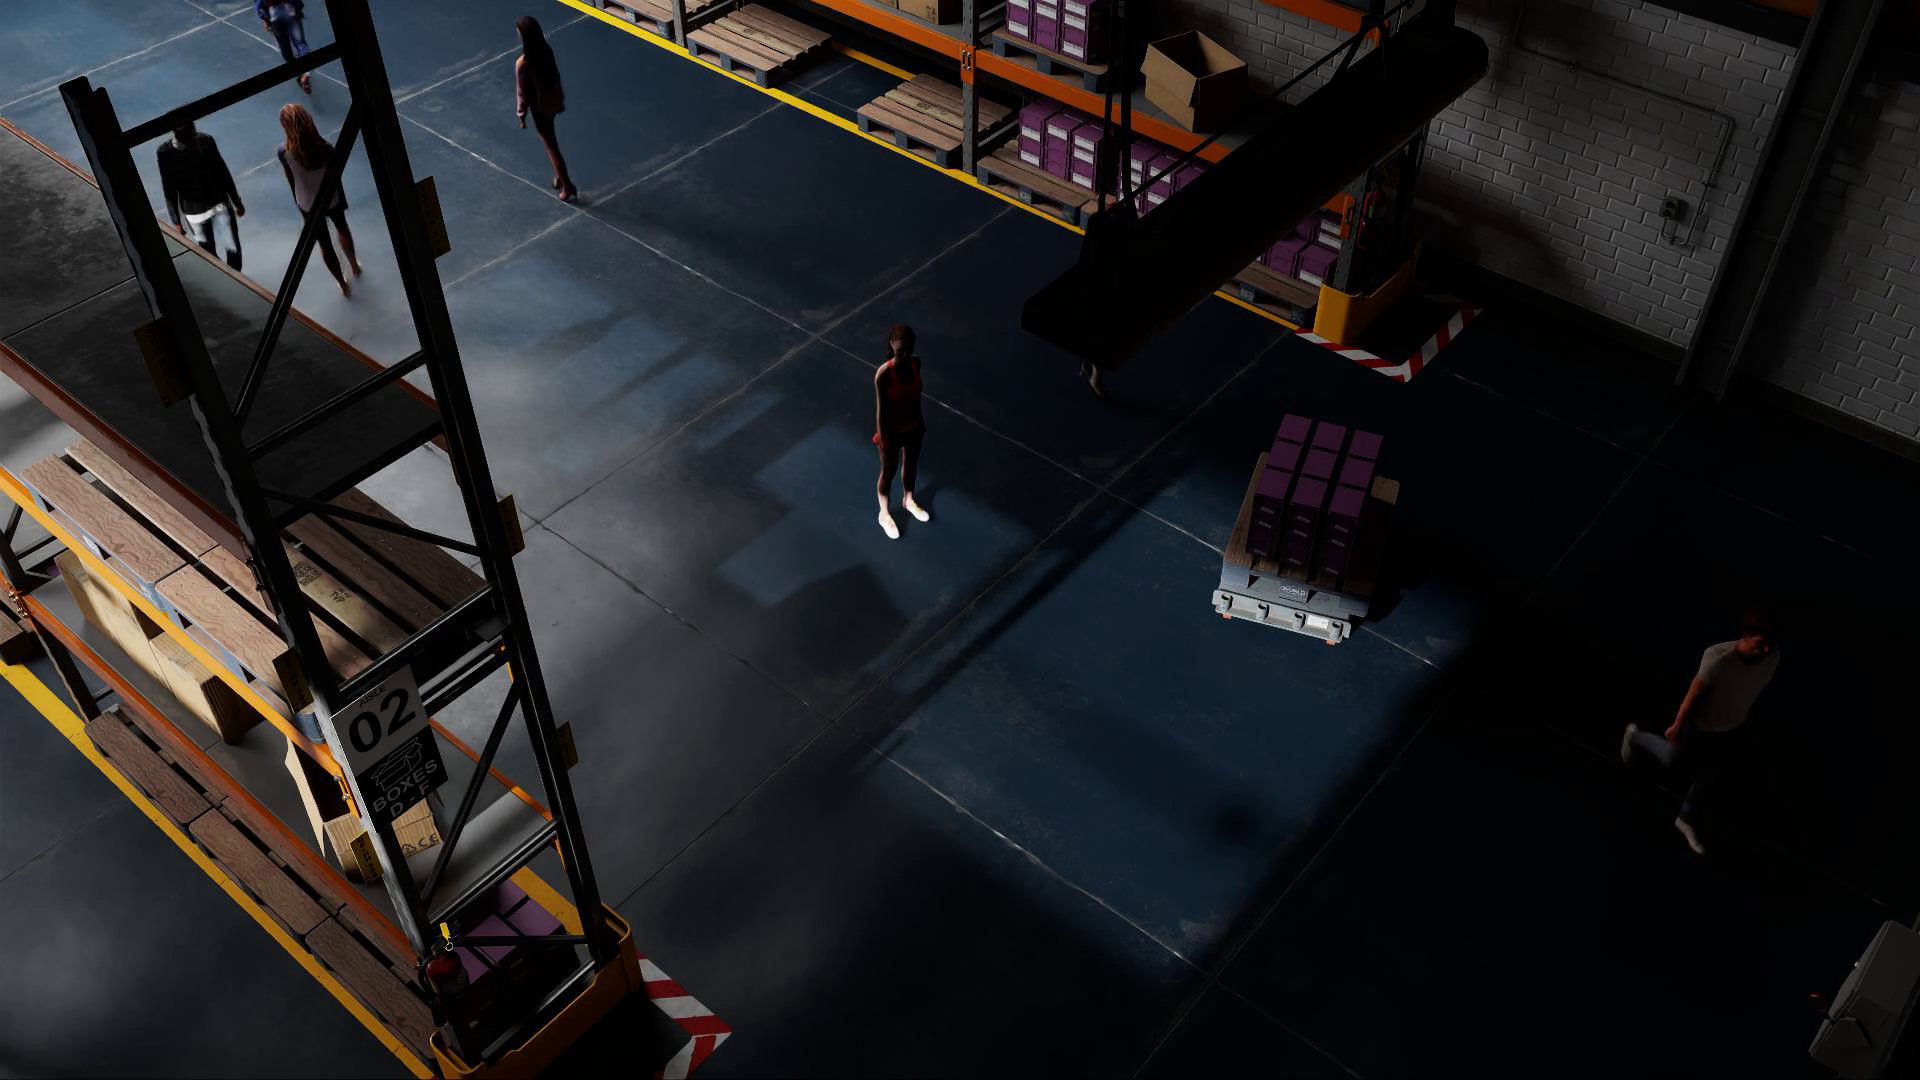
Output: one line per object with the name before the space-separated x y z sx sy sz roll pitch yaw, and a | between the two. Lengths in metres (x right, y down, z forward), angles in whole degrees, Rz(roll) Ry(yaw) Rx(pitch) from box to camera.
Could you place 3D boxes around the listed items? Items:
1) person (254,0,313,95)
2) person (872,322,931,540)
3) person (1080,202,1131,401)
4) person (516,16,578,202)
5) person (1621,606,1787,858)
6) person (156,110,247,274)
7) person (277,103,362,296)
person | -6.695 -5.159 16.491 0.877 1.597 1.053 -18 46 -18
person | -0.421 -0.800 11.806 0.609 1.749 0.589 -29 51 -27
person | 1.061 -1.834 12.842 0.790 1.816 0.744 12 45 12
person | -3.647 -3.830 14.951 0.710 1.798 0.714 19 47 19
person | 4.401 0.990 9.837 1.084 1.872 1.216 -9 44 -9
person | -6.302 -2.822 13.889 0.838 1.804 0.816 -18 47 -18
person | -5.361 -2.792 13.925 0.748 1.709 0.820 -14 45 -14
